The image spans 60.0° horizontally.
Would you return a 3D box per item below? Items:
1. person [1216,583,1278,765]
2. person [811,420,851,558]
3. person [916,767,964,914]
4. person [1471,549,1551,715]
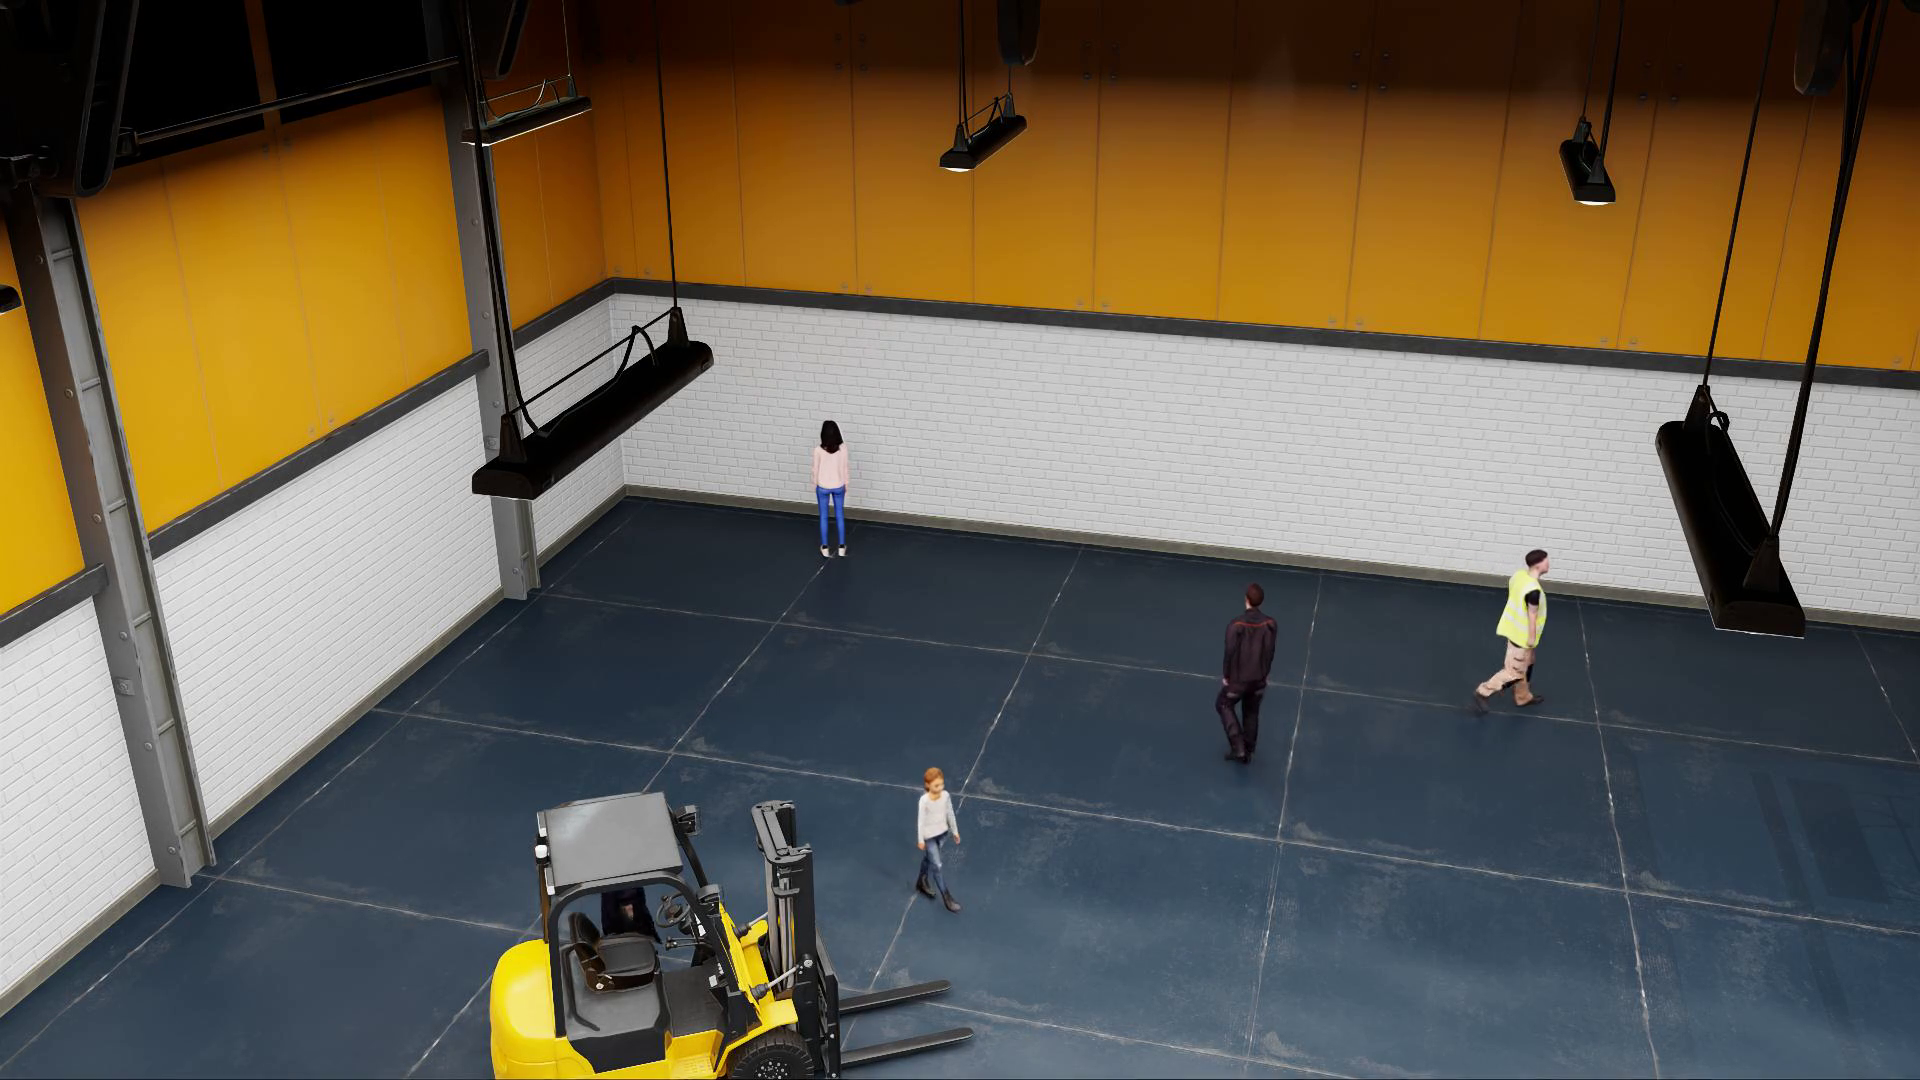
[{"bbox_3d":[2.770,1.344,15.995,0.852,1.896,0.907,-5,24,-12],"label":"person"},{"bbox_3d":[-1.610,-0.644,20.706,0.709,1.766,0.695,-4,24,-10],"label":"person"},{"bbox_3d":[-0.259,2.483,14.137,0.842,1.297,0.824,-20,31,-38],"label":"person"},{"bbox_3d":[5.675,0.950,16.988,0.985,1.824,1.123,-2,24,-4],"label":"person"}]
